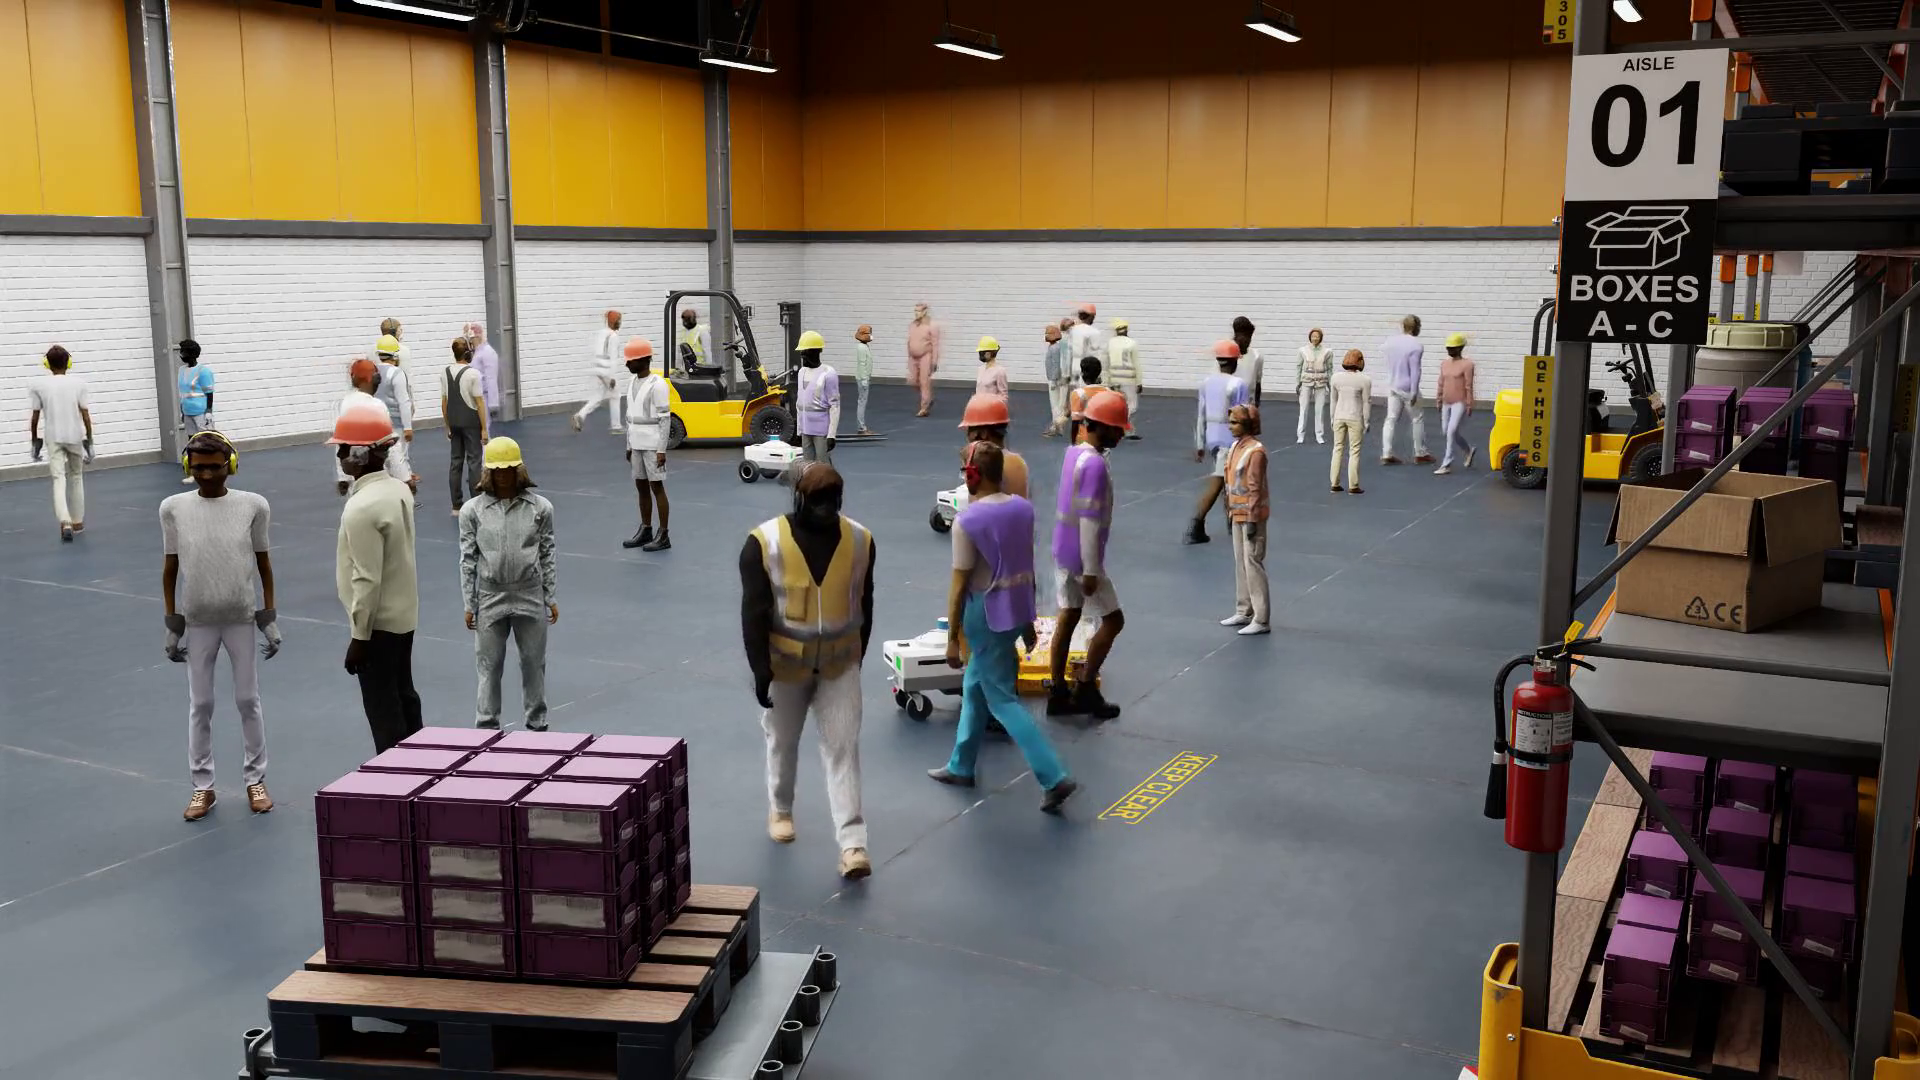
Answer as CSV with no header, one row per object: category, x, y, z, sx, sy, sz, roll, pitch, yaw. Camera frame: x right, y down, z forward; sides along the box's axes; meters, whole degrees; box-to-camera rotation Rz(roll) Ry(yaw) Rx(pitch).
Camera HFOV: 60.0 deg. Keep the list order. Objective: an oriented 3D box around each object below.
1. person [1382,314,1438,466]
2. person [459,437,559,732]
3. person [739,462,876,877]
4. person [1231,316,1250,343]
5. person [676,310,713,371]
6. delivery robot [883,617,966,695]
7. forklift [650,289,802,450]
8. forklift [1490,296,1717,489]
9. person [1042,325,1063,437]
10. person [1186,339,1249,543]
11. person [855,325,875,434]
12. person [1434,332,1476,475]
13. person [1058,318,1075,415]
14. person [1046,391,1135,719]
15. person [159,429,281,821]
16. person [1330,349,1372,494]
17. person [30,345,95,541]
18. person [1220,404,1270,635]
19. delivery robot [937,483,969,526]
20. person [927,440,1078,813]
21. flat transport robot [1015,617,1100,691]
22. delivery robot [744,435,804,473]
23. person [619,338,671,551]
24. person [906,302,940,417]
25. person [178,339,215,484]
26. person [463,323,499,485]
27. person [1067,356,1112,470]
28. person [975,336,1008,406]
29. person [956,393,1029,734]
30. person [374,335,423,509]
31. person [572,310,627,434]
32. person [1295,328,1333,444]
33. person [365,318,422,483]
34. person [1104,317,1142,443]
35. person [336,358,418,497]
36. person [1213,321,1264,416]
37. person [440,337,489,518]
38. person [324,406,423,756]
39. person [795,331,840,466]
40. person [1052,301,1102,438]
person,5.719,-1.898,21.090,0.873,1.903,0.650,-5,11,-27
person,-2.352,0.325,8.712,0.494,1.743,0.307,-4,10,-21
person,-0.652,0.548,7.301,0.618,1.789,1.019,-3,10,-14
person,3.373,-1.783,20.417,0.398,1.916,0.590,4,10,20
person,-4.213,-2.669,25.881,0.950,1.794,0.634,-9,13,-42
delivery robot,-0.083,0.696,9.725,0.707,0.478,0.477,-3,10,-16
forklift,-3.358,-2.392,23.136,2.313,2.155,1.214,-1,10,-5
forklift,7.296,-1.677,18.993,2.313,2.155,1.214,5,11,27
person,1.361,-2.334,24.416,0.286,1.634,0.500,0,10,-1
person,2.449,-0.931,15.578,0.998,1.895,0.547,-7,12,-34
person,-1.398,-2.345,24.483,0.279,1.633,0.505,0,10,0
person,6.089,-1.680,20.344,0.769,1.730,0.537,-6,11,-30
person,1.716,-2.865,27.544,0.369,1.610,0.665,1,10,6
person,0.745,0.096,9.552,0.540,1.904,0.580,-2,10,-11
person,-3.525,0.399,7.936,0.514,1.865,0.329,-4,10,-20
person,4.361,-1.323,18.597,0.494,1.624,0.279,8,12,37
person,-8.473,-0.922,15.692,0.531,1.831,0.931,-5,11,-28
person,2.030,-0.150,11.796,0.319,1.629,0.515,-2,10,-11
delivery robot,0.139,-0.375,15.926,0.707,0.478,0.477,-7,12,-35
person,0.207,0.412,8.080,0.943,1.798,0.574,7,12,36
flat transport robot,0.556,0.707,10.757,0.652,0.197,1.431,0,10,3
delivery robot,-2.163,-0.989,19.480,0.707,0.478,0.477,5,11,27
person,-2.854,-0.858,15.023,0.550,1.927,0.381,9,14,43
person,-0.619,-2.956,27.267,0.662,1.890,0.449,8,13,40
person,-8.838,-1.475,19.255,0.538,1.698,0.319,6,11,29
person,-5.630,-1.590,19.442,0.459,1.870,0.749,-8,12,-38
person,1.263,-0.929,16.099,0.541,1.696,0.316,-7,12,-35
person,0.321,-1.378,18.506,0.323,1.767,0.533,-6,12,-33
person,0.164,0.147,9.244,0.450,1.914,0.557,6,11,31
person,-5.932,-1.228,17.424,0.600,1.836,0.404,7,12,34
person,-5.279,-2.452,24.470,0.805,1.859,0.636,-7,12,-37
person,4.996,-2.174,23.476,0.523,1.638,0.310,1,10,6
person,-6.617,-1.616,19.392,0.629,1.937,0.379,4,11,24
person,2.314,-2.245,23.455,0.623,1.790,0.610,-8,13,-38
person,-4.585,-0.501,13.137,0.732,1.855,0.639,-10,14,-44
person,3.177,-1.529,18.964,0.645,1.897,1.032,-2,10,-9
person,-4.995,-1.130,16.839,0.511,1.845,0.341,4,11,21
person,-2.693,0.375,7.691,0.382,1.995,0.612,0,10,-2
person,-1.429,-1.083,16.328,0.377,1.925,0.594,-9,13,-41
person,1.721,-2.448,24.034,0.956,2.002,0.602,-6,12,-33
